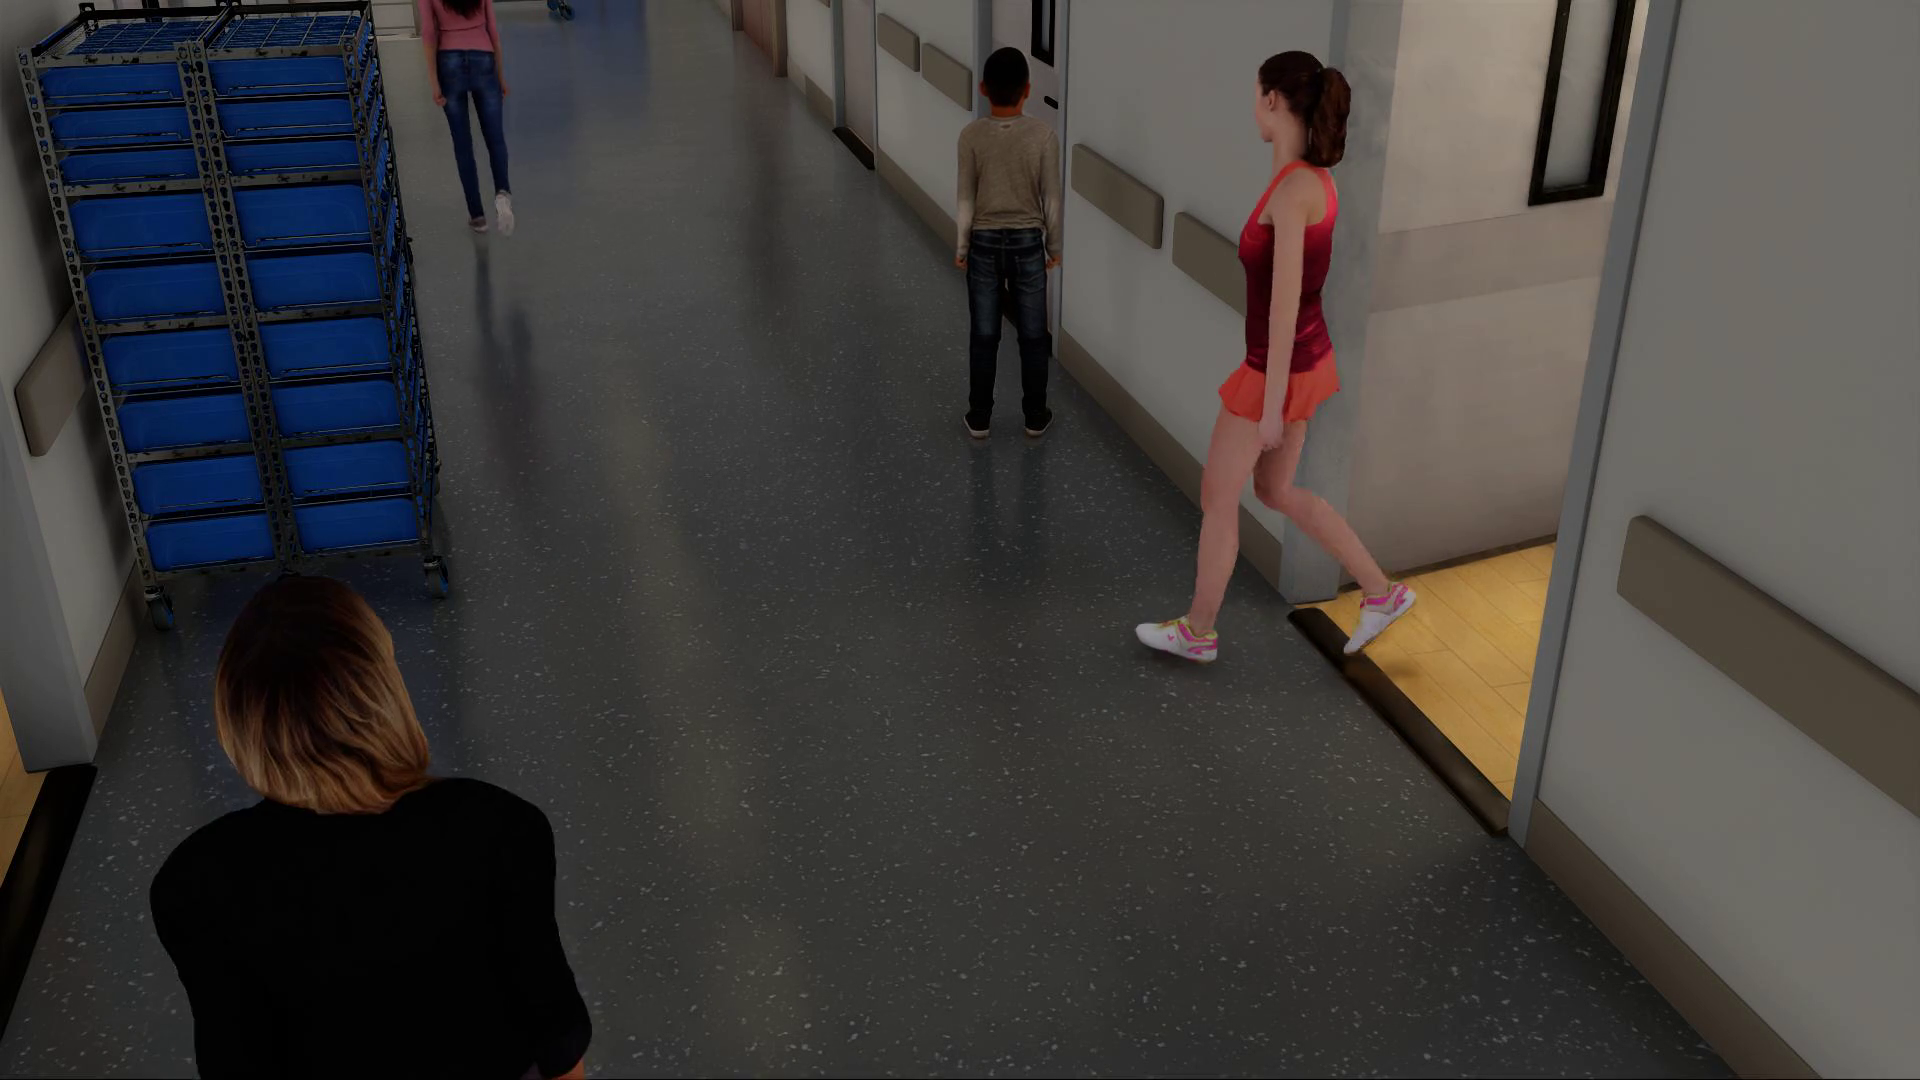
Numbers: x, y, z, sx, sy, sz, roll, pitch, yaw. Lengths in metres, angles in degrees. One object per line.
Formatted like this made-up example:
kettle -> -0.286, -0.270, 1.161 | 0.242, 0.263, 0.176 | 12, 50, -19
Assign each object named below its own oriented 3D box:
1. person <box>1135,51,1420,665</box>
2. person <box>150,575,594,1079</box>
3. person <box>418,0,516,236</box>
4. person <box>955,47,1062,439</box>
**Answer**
person -> 0.962, -0.431, 4.581 | 1.060, 1.723, 1.068 | 8, 27, 17
person -> -0.642, 0.844, 2.021 | 0.653, 1.650, 0.951 | -4, 26, -9
person -> -2.556, -2.415, 8.693 | 0.648, 1.726, 0.979 | -11, 28, -21
person -> 0.173, -1.098, 6.261 | 0.606, 1.464, 0.587 | 1, 26, 1
